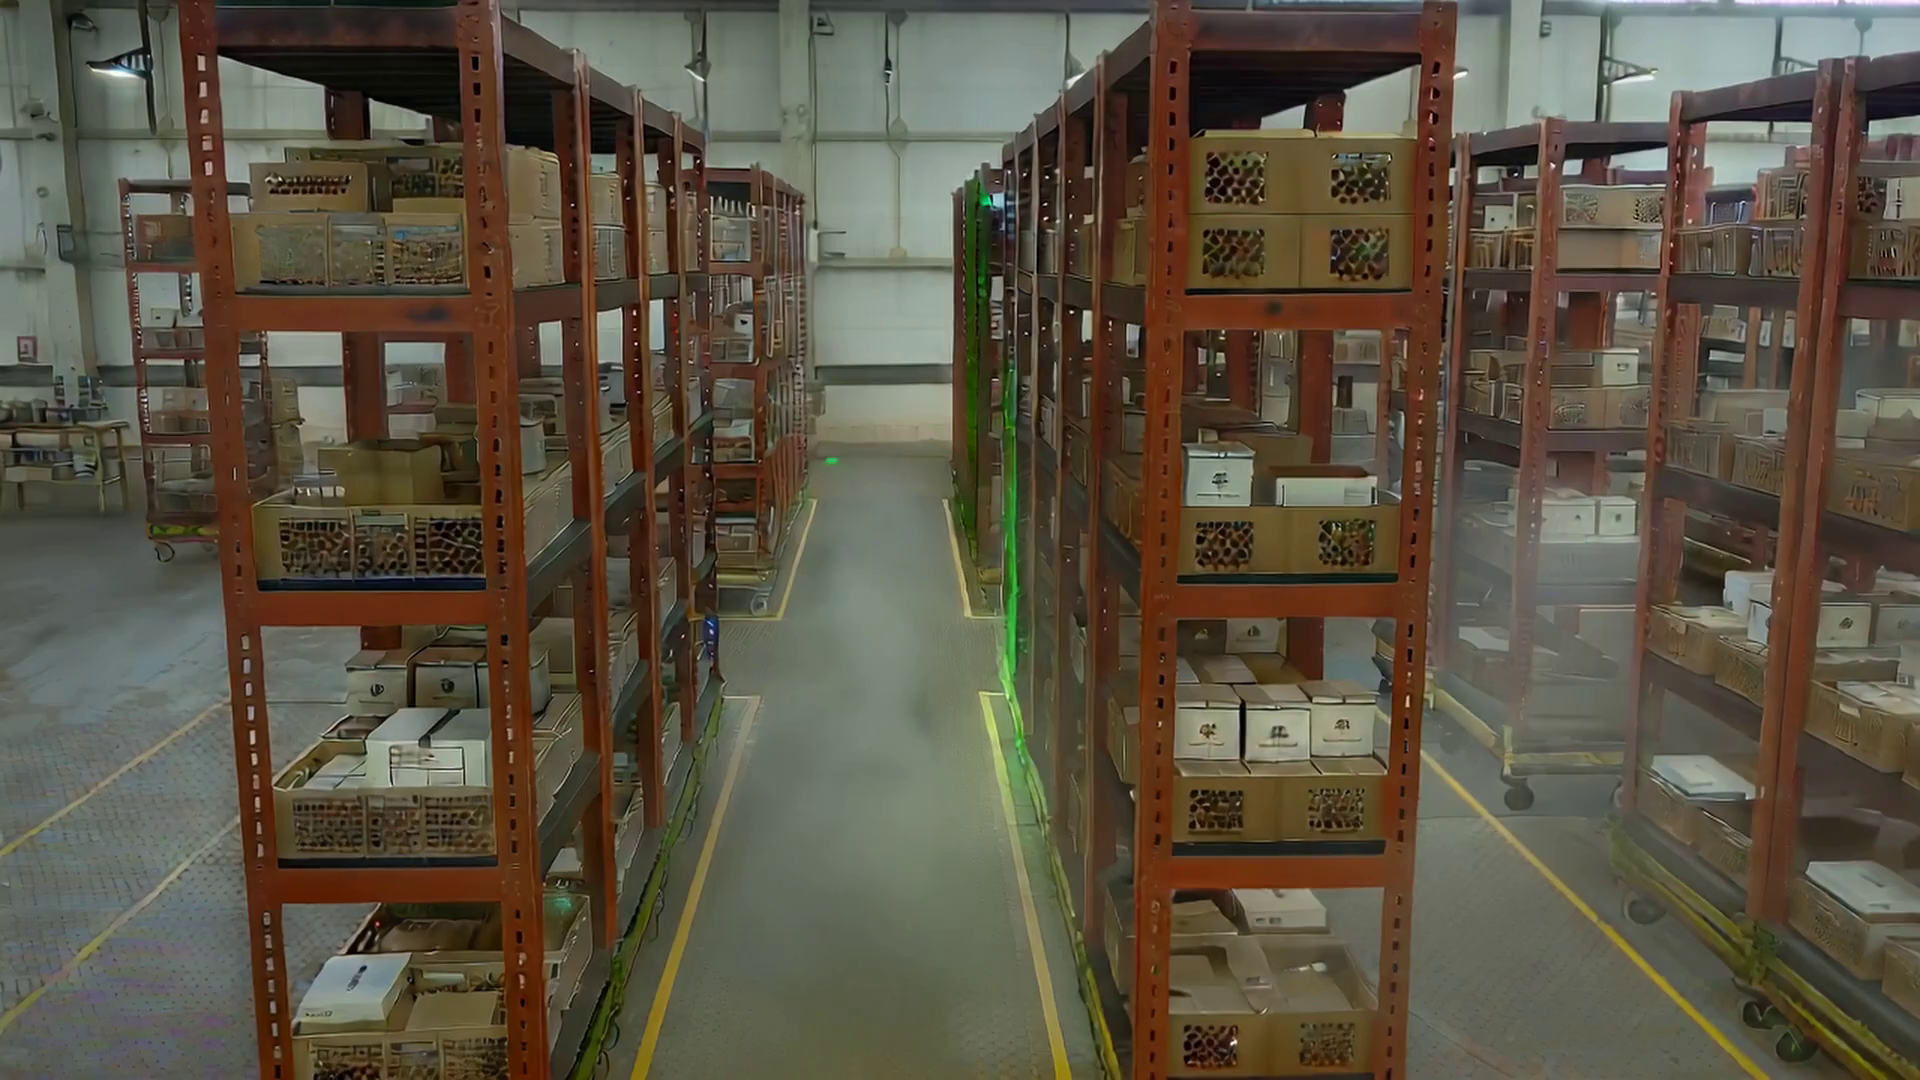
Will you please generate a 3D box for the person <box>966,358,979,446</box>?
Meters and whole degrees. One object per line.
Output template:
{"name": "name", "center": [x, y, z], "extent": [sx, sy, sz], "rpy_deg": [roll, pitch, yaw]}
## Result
{"name": "person", "center": [0.151, -1.742, 21.648], "extent": [0.390, 1.848, 0.563], "rpy_deg": [4, 11, 23]}
